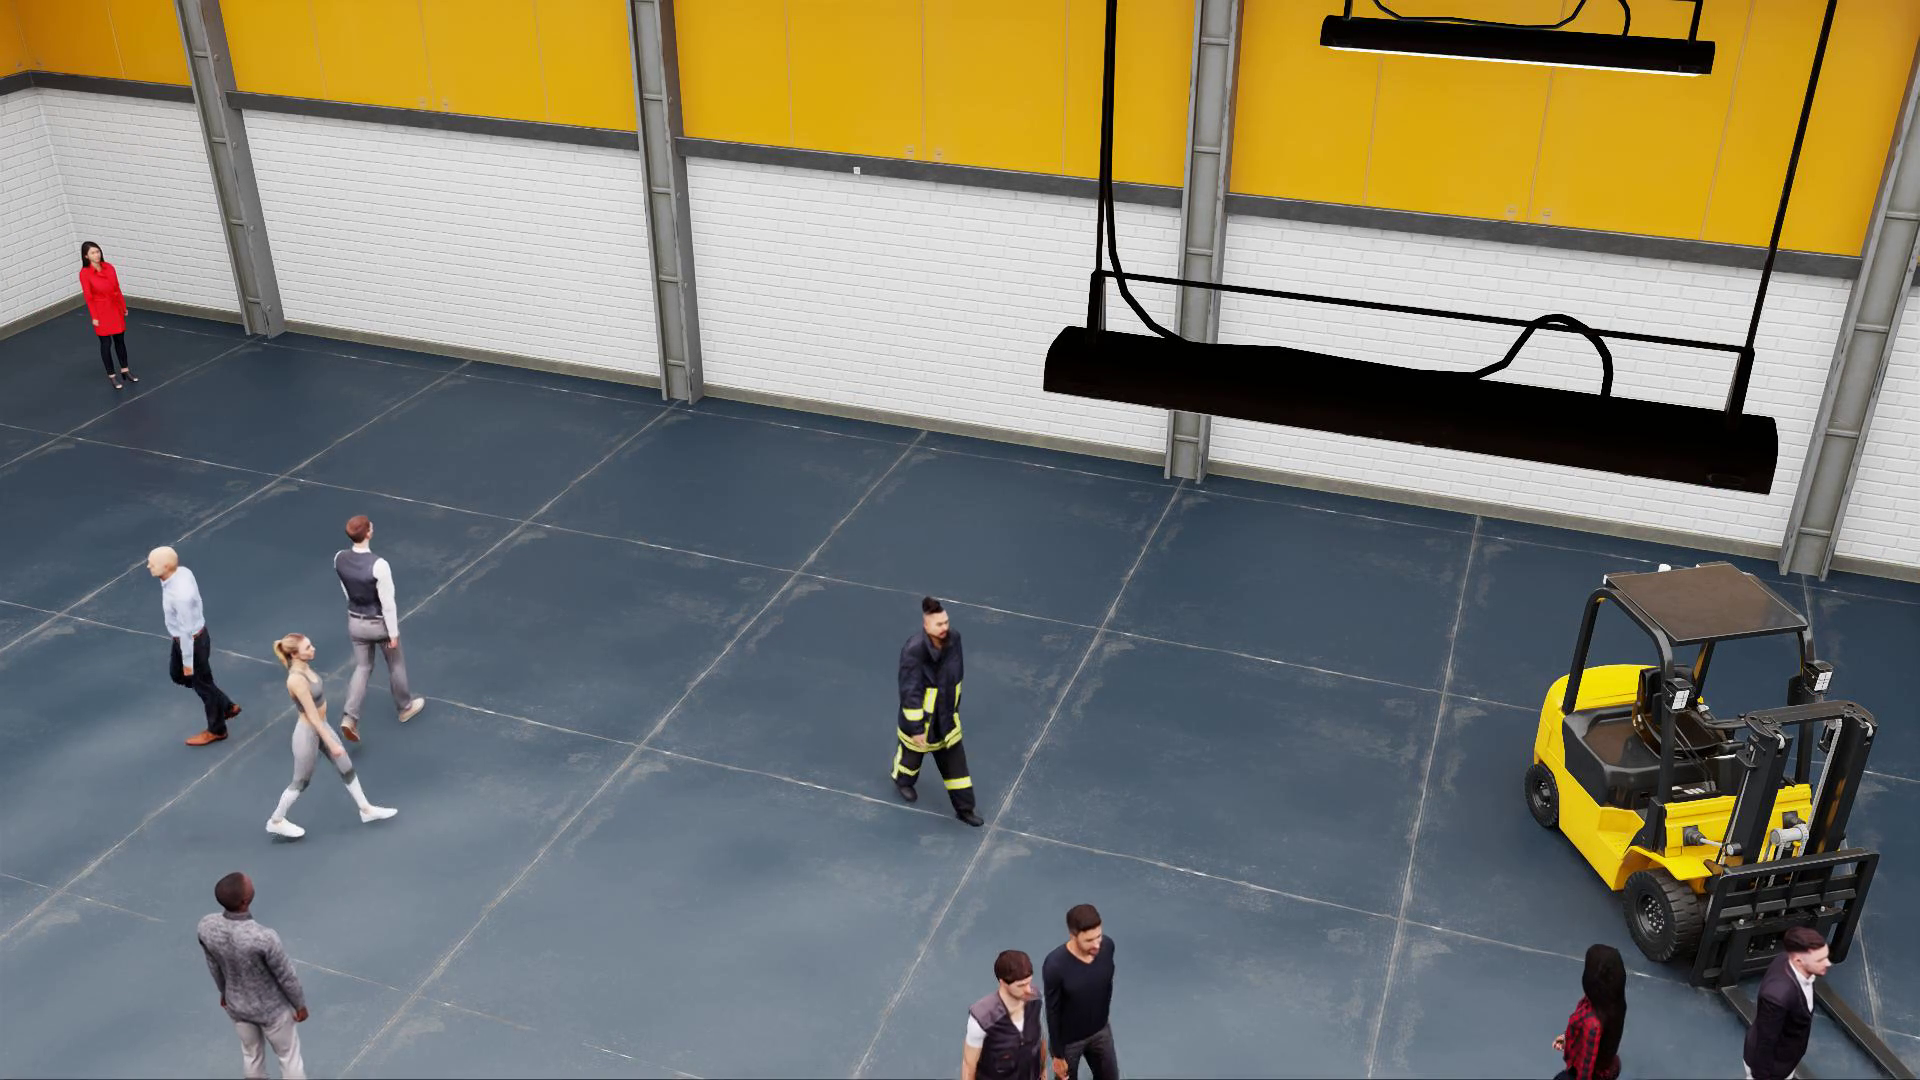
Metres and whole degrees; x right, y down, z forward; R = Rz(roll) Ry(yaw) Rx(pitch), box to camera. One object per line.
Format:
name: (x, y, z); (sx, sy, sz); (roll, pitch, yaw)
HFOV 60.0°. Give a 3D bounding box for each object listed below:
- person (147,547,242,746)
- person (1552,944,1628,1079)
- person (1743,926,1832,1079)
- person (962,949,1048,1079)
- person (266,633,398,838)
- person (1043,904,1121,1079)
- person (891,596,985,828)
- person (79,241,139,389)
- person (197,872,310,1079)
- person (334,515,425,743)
person: (-5.947, 0.814, 13.052); (0.880, 1.784, 0.816); (-14, 31, -23)
person: (3.600, 2.987, 9.232); (0.972, 1.626, 0.754); (19, 34, 31)
person: (4.480, 2.862, 9.235); (0.657, 1.844, 0.716); (20, 34, 32)
person: (0.178, 2.918, 9.132); (0.838, 1.843, 0.869); (-22, 36, -35)
person: (-4.766, 1.453, 12.006); (1.209, 1.664, 0.971); (-5, 29, -10)
person: (0.616, 2.740, 9.446); (0.760, 1.854, 0.819); (-14, 32, -24)
person: (-0.272, 1.216, 12.273); (1.162, 1.822, 1.278); (-17, 33, -28)
person: (-9.968, -2.645, 19.431); (0.657, 1.747, 0.652); (15, 32, 26)
person: (-4.054, 2.678, 9.586); (0.527, 1.831, 0.785); (5, 29, 9)
person: (-4.688, 0.713, 13.100); (1.023, 1.916, 0.756); (8, 30, 14)
